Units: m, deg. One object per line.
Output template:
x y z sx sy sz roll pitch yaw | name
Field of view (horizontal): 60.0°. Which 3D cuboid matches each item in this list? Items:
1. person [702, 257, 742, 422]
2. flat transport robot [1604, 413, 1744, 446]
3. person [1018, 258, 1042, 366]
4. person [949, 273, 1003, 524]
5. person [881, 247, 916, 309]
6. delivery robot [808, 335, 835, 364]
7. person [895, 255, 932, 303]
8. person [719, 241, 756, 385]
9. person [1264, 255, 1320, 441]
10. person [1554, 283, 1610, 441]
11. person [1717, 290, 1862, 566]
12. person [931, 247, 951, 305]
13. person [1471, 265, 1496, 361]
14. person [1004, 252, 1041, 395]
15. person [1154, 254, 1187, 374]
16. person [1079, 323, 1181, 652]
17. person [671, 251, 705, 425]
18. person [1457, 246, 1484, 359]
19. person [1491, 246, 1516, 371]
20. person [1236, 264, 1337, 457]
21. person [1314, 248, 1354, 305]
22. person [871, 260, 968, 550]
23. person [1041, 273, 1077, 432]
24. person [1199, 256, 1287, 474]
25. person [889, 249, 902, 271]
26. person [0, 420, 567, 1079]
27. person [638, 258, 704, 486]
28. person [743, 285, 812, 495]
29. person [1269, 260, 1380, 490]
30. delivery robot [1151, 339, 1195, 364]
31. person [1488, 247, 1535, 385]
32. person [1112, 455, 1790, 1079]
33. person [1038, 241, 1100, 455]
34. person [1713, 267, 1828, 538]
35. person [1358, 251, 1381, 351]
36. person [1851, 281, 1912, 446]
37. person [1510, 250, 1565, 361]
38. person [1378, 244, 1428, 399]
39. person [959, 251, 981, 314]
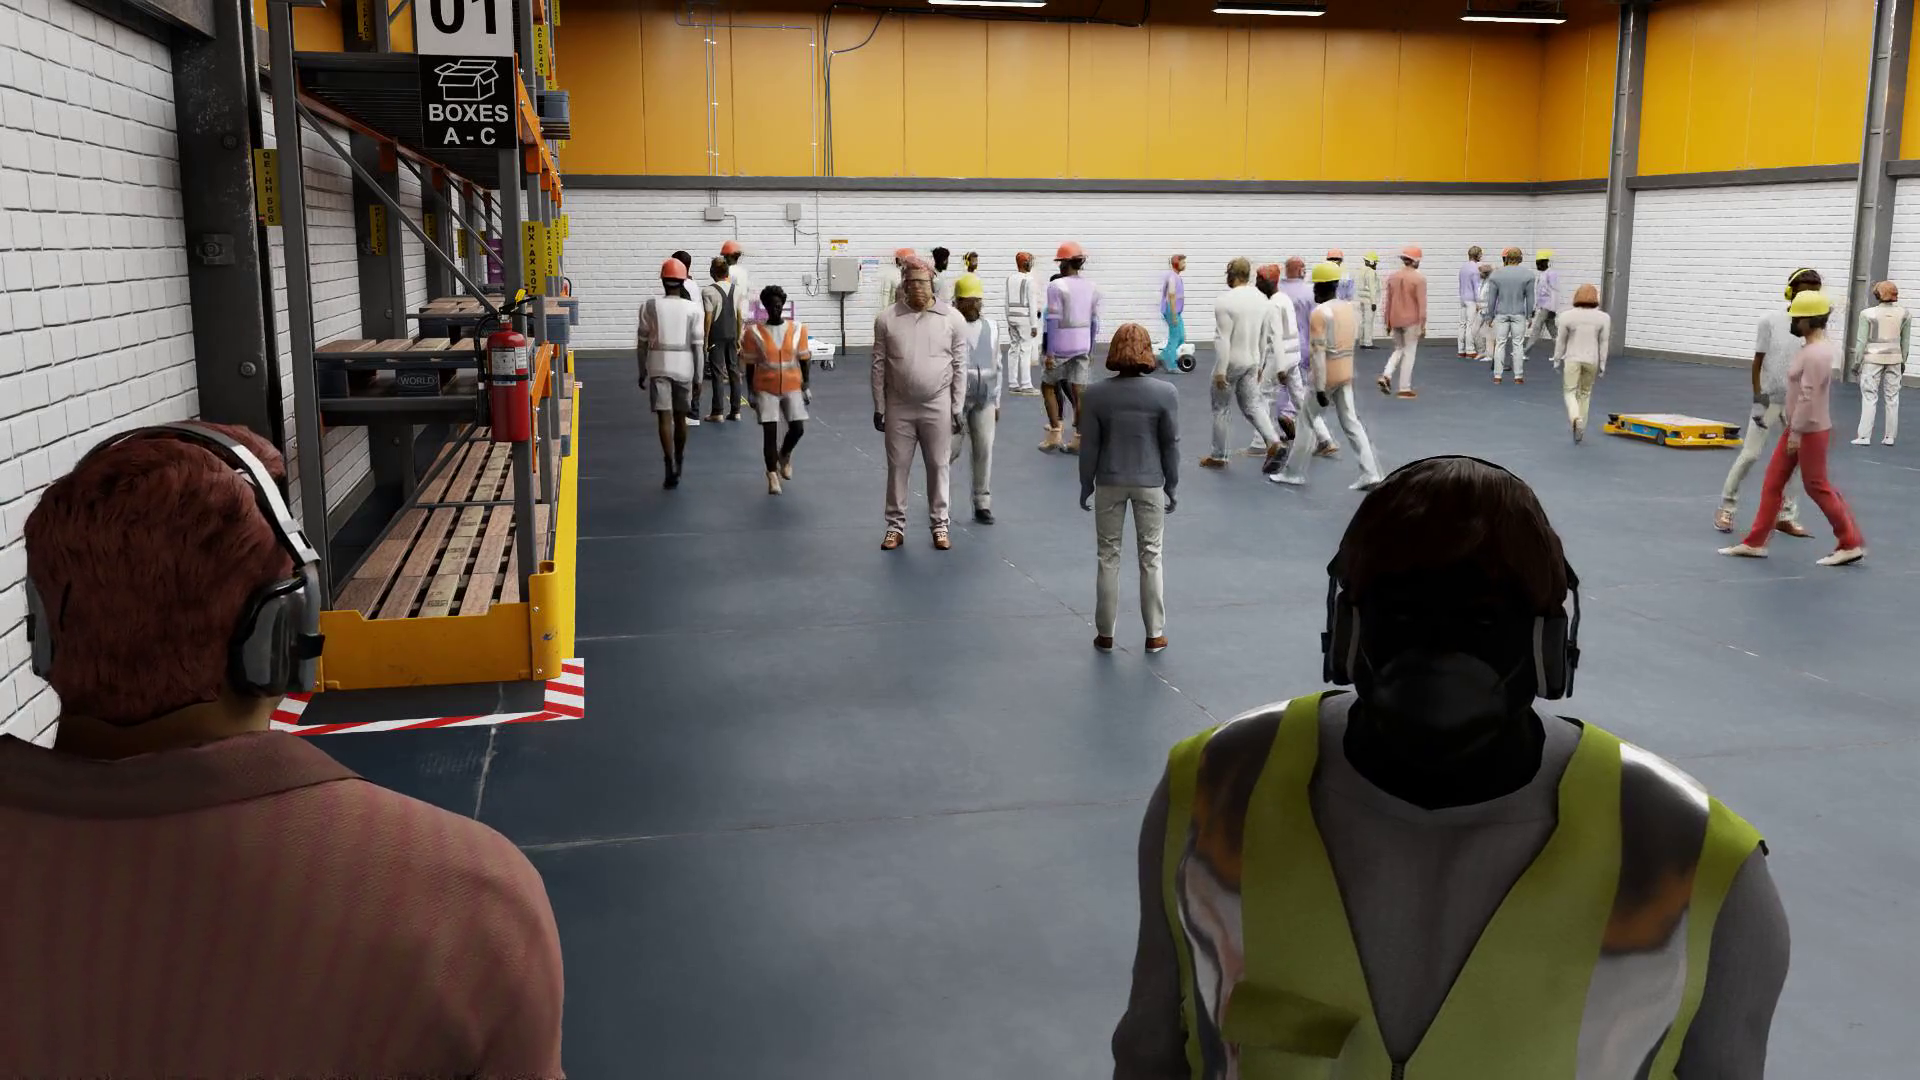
-2.676 -2.244 18.680 0.508 1.846 0.345 -9 13 -40 | person
7.217 -1.129 16.864 0.652 0.197 1.431 -2 10 -10 | flat transport robot
1.047 -3.754 27.119 0.656 1.815 0.651 4 11 21 | person
0.023 -1.045 12.154 0.600 1.804 0.791 -4 11 -21 | person
-0.907 -3.349 24.578 0.665 1.938 1.027 -6 12 -29 | person
-2.312 -2.944 25.877 0.707 0.478 0.477 -5 11 -26 | delivery robot
-0.557 -2.633 20.811 0.977 1.862 0.658 8 13 37 | person
-3.073 -3.143 23.155 0.641 2.026 0.637 5 11 24 | person
3.327 -1.916 16.754 0.645 1.891 0.520 8 13 38 | person
6.282 -1.786 16.808 0.506 1.612 0.695 2 10 9 | person
5.317 -0.700 10.459 0.817 1.728 0.532 3 11 18 | person
-0.326 -3.237 23.925 0.426 1.944 0.637 -1 10 -3 | person
8.837 -3.804 27.959 0.407 1.623 0.514 -2 10 -12 | person
0.818 -2.846 21.914 0.361 1.882 0.575 -8 13 -36 | person
3.247 -3.428 25.279 0.440 1.830 0.573 3 11 16 | person
0.835 -0.251 8.225 0.498 1.634 0.280 1 10 8 | person
-3.019 -2.224 18.367 0.389 1.919 0.592 -1 10 -5 | person
8.796 -4.081 28.605 0.370 1.939 0.631 -2 10 -11 | person
8.541 -3.612 26.015 0.370 1.931 0.552 3 11 18 | person
3.098 -1.665 15.557 0.909 1.837 0.596 6 12 29 | person
5.132 -3.043 22.878 0.543 1.928 0.370 3 11 14 | person
-0.270 -0.880 10.957 0.640 1.909 0.409 0 10 1 | person
1.079 -1.985 17.662 0.552 1.684 0.395 -9 13 -40 | person
2.488 -1.524 14.541 0.638 1.910 0.890 -7 12 -34 | person
-0.918 -3.775 27.047 0.940 1.880 0.574 5 11 25 | person
-0.643 0.847 1.453 0.656 1.894 0.417 -1 10 -7 | person
-2.419 -1.417 13.995 0.550 1.903 0.990 -3 11 -14 | person
-1.483 -1.205 13.454 0.553 1.649 0.465 -3 11 -16 | person
3.054 -1.344 13.630 0.595 1.878 1.004 -9 13 -39 | person
3.298 -2.956 25.942 0.707 0.478 0.477 1 10 4 | delivery robot
7.763 -3.154 23.469 0.629 1.939 0.372 4 11 23 | person
0.433 0.834 1.637 0.625 1.845 0.429 4 11 22 | person
0.999 -1.830 15.883 0.654 2.023 0.658 -7 12 -34 | person
5.626 -0.943 11.477 0.716 1.845 0.528 0 10 -1 | person
7.581 -4.422 30.788 0.404 1.831 0.588 -1 10 -8 | person
9.111 -1.739 16.457 0.514 1.639 0.310 1 10 4 | person
9.828 -3.947 28.052 1.001 1.866 0.611 1 10 3 | person
5.739 -2.797 21.369 0.459 1.983 0.635 -7 12 -34 | person
0.214 -3.653 26.454 0.388 1.853 0.536 8 13 37 | person
